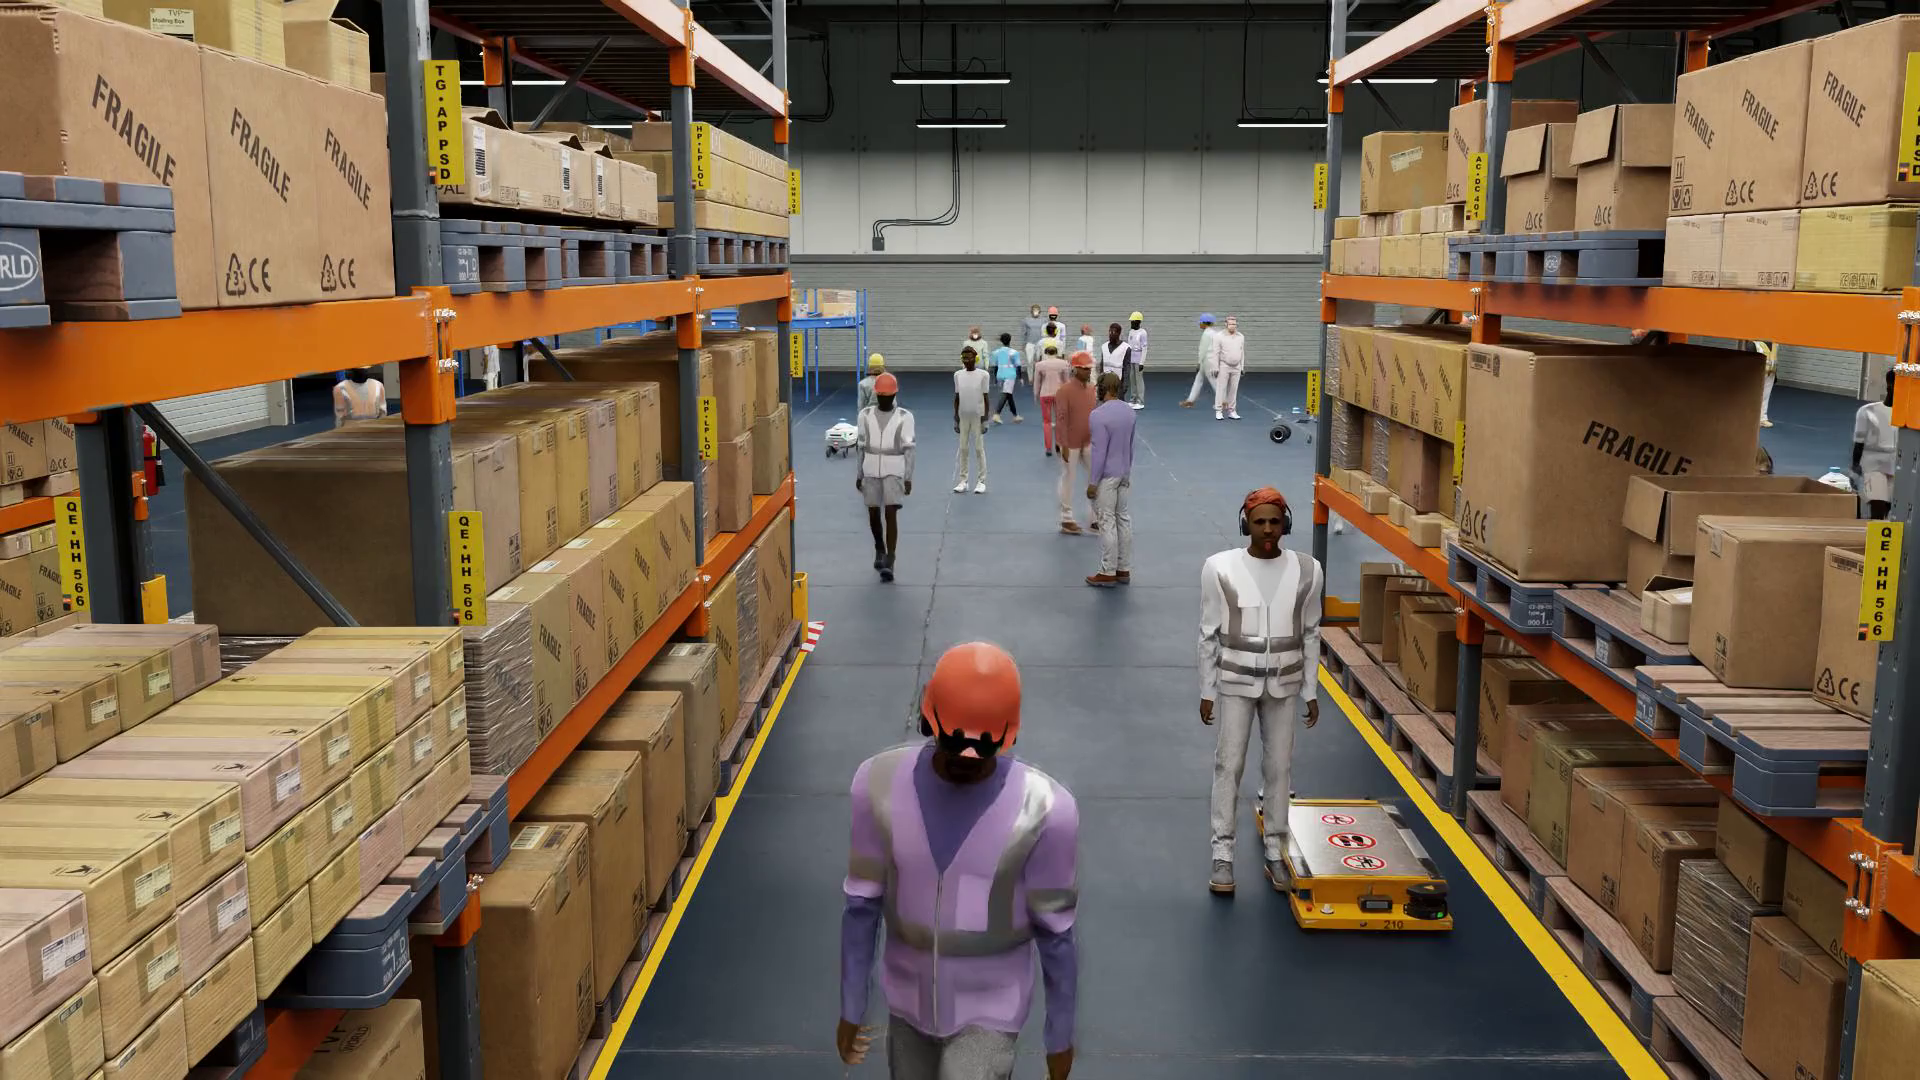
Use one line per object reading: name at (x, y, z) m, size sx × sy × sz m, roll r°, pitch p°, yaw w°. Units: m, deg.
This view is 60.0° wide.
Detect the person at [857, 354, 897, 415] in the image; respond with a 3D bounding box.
person at (-1.068, -1.547, 21.540) m, size 0.511 × 1.725 × 0.586 m, roll 0°, pitch 9°, yaw -2°

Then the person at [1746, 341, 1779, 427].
person at (14.207, -2.919, 29.427) m, size 0.634 × 1.842 × 0.429 m, roll -3°, pitch 10°, yaw -17°

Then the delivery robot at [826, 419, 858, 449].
delivery robot at (-1.772, -1.591, 25.166) m, size 0.477 × 0.478 × 0.707 m, roll 2°, pitch 10°, yaw 14°

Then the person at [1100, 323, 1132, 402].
person at (2.531, -2.583, 27.178) m, size 0.593 × 1.921 × 0.388 m, roll 8°, pitch 13°, yaw 41°

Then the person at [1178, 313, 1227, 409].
person at (4.870, -3.536, 32.967) m, size 0.993 × 1.895 × 0.630 m, roll 2°, pitch 10°, yaw 14°

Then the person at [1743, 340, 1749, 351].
person at (18.467, -4.464, 38.668) m, size 0.326 × 1.843 × 0.517 m, roll -6°, pitch 11°, yaw -34°

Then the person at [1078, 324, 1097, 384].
person at (2.600, -3.748, 35.121) m, size 0.875 × 1.587 × 0.532 m, roll 9°, pitch 13°, yaw 43°

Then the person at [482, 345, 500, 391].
person at (-8.440, -3.004, 29.888) m, size 0.311 × 1.863 × 0.510 m, roll 1°, pitch 10°, yaw 7°

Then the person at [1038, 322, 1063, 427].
person at (1.660, -2.934, 29.517) m, size 0.508 × 1.853 × 0.521 m, roll 4°, pitch 10°, yaw 25°

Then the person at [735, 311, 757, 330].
person at (-3.986, -3.215, 30.730) m, size 0.535 × 2.000 × 0.674 m, roll 4°, pitch 10°, yaw 22°

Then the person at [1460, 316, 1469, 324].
person at (8.527, -2.842, 28.529) m, size 0.608 × 1.988 × 0.387 m, roll -5°, pitch 11°, yaw -29°

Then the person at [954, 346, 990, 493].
person at (0.142, -1.532, 21.077) m, size 0.497 × 1.860 × 0.327 m, roll 4°, pitch 10°, yaw 24°

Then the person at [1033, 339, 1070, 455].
person at (1.381, -2.159, 25.118) m, size 0.558 × 1.749 × 0.388 m, roll 0°, pitch 9°, yaw 2°

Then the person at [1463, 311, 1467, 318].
person at (10.950, -4.111, 36.547) m, size 0.634 × 1.857 × 1.019 m, roll -1°, pitch 10°, yaw -5°

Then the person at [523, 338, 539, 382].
person at (-6.047, -2.029, 23.826) m, size 0.775 × 1.926 × 0.620 m, roll -8°, pitch 12°, yaw -39°

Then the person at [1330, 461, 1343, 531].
person at (4.228, -0.915, 18.141) m, size 0.519 × 1.590 × 0.826 m, roll 4°, pitch 10°, yaw 22°

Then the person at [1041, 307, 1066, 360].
person at (2.034, -4.133, 36.409) m, size 0.545 × 1.939 × 0.354 m, roll -2°, pitch 10°, yaw -11°

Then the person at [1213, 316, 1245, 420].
person at (5.001, -3.185, 30.835) m, size 0.652 × 1.904 × 0.402 m, roll -4°, pitch 10°, yaw -20°

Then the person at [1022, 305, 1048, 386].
person at (1.775, -4.566, 39.042) m, size 0.654 × 1.913 × 0.764 m, roll 0°, pitch 9°, yaw 1°

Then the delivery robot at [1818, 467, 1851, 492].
delivery robot at (10.087, -0.596, 19.203) m, size 0.477 × 0.478 × 0.707 m, roll 6°, pitch 11°, yaw 30°

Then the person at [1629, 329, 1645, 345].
person at (10.915, -2.480, 26.823) m, size 0.987 × 1.833 × 0.595 m, roll 6°, pitch 11°, yaw 31°

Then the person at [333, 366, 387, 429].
person at (-6.862, -1.218, 19.030) m, size 0.592 × 1.909 × 0.630 m, roll -8°, pitch 12°, yaw -38°

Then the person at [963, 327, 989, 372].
person at (0.322, -3.517, 33.743) m, size 0.520 × 1.579 × 0.845 m, roll 0°, pitch 9°, yaw -3°

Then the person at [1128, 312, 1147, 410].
person at (3.492, -3.565, 33.027) m, size 0.359 × 1.930 × 0.587 m, roll -5°, pitch 11°, yaw -26°

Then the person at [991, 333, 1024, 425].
person at (0.830, -2.908, 29.959) m, size 0.566 × 1.644 × 0.900 m, roll 8°, pitch 13°, yaw 41°

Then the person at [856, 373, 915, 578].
person at (-0.720, -0.615, 15.535) m, size 0.580 × 1.883 × 0.838 m, roll 2°, pitch 10°, yaw 10°

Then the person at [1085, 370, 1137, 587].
person at (1.353, -0.560, 15.002) m, size 0.354 × 1.937 × 0.635 m, roll 7°, pitch 12°, yaw 37°

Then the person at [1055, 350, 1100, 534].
person at (1.320, -1.022, 17.658) m, size 0.644 × 1.967 × 0.795 m, roll -6°, pitch 11°, yaw -32°

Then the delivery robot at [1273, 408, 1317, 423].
delivery robot at (5.452, -2.028, 27.006) m, size 0.698 × 0.223 × 0.335 m, roll 3°, pitch 10°, yaw 20°

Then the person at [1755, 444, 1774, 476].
person at (4.377, 0.423, 9.234) m, size 0.646 × 1.895 × 0.952 m, roll 0°, pitch 9°, yaw -1°

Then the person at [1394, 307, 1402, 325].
person at (10.165, -4.427, 38.345) m, size 0.815 × 1.876 × 0.692 m, roll -7°, pitch 12°, yaw -36°

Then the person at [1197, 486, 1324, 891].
person at (1.382, 0.690, 7.684) m, size 0.574 × 1.883 × 0.355 m, roll -1°, pitch 9°, yaw -3°

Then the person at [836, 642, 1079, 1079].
person at (0.023, 1.187, 4.421) m, size 0.648 × 1.984 × 0.931 m, roll 4°, pitch 10°, yaw 20°

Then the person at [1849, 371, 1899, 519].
person at (8.884, -0.697, 15.943) m, size 0.605 × 1.910 × 1.026 m, roll 1°, pitch 10°, yaw 8°

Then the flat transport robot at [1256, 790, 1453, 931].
flat transport robot at (1.826, 1.485, 7.868) m, size 0.652 × 0.197 × 1.431 m, roll 0°, pitch 9°, yaw 2°
